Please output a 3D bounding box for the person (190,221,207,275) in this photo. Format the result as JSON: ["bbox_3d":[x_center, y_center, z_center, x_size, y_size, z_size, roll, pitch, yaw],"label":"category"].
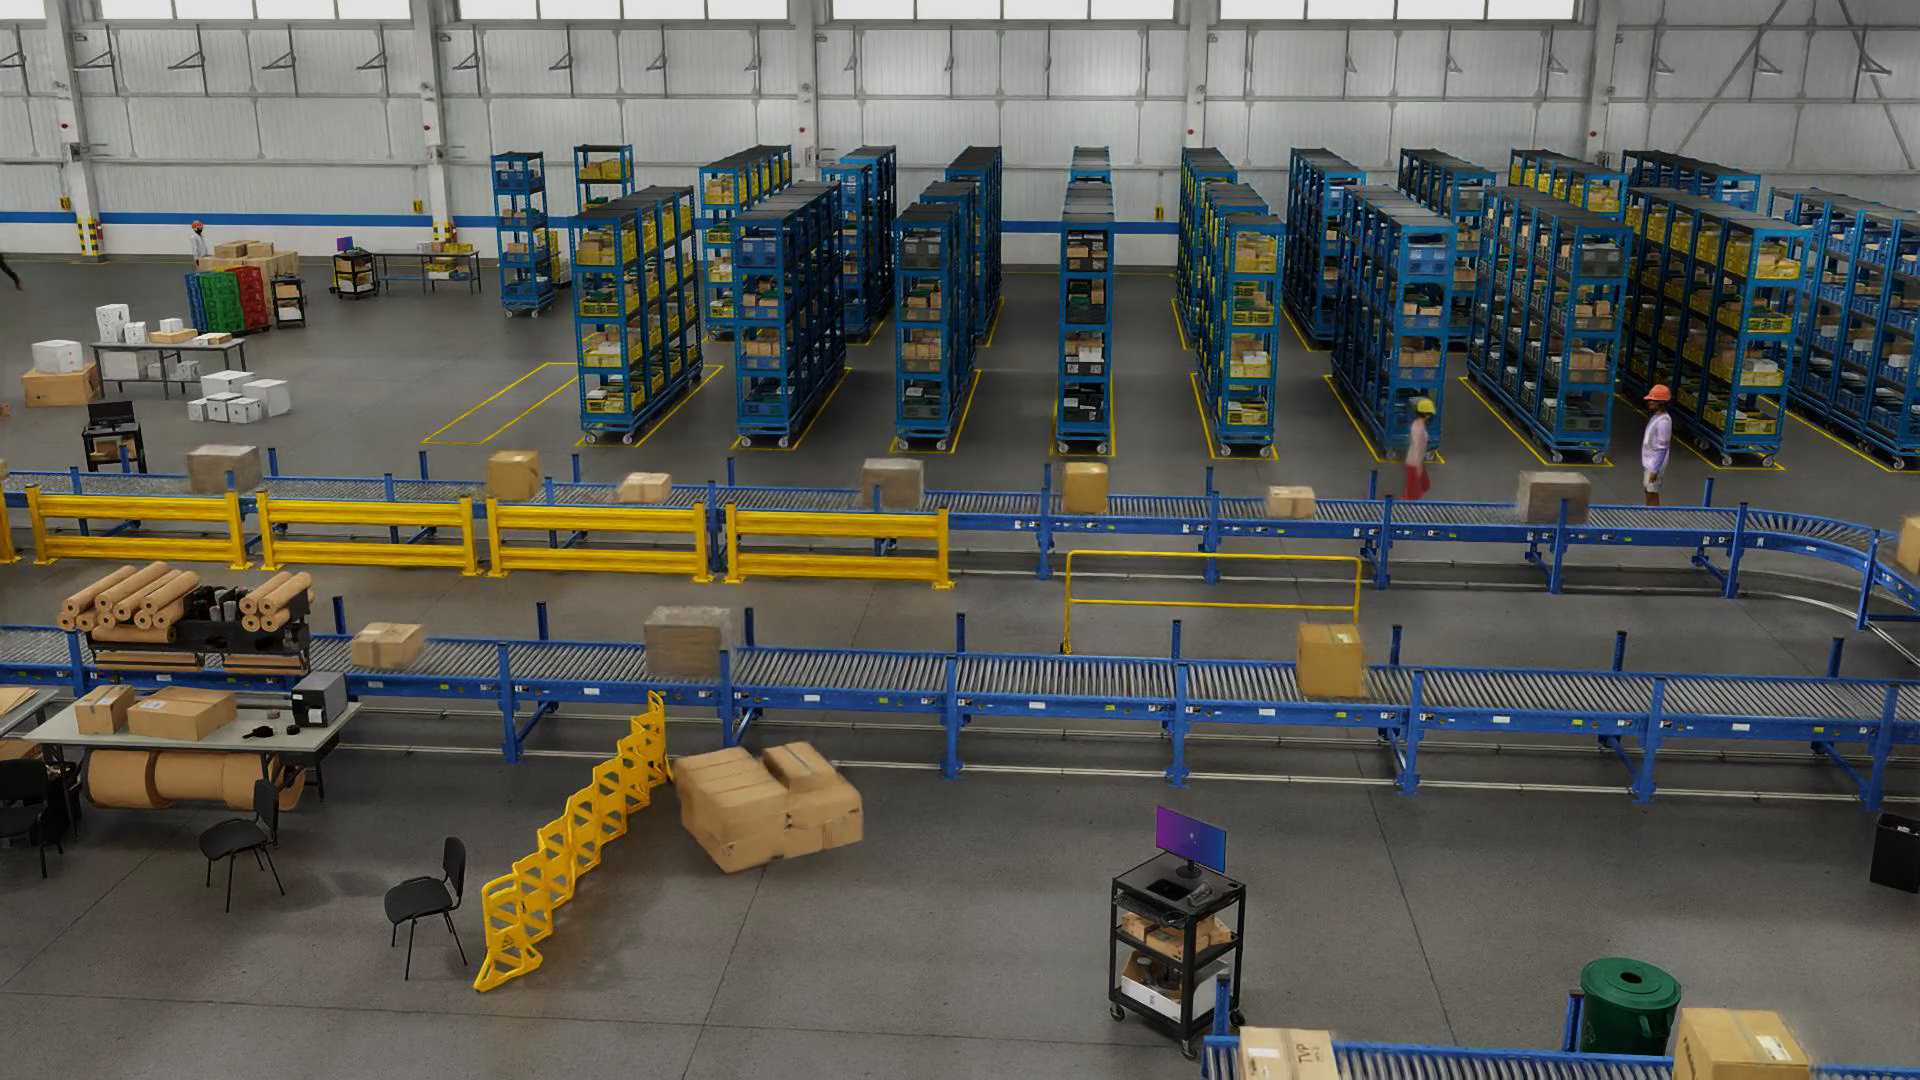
[{"bbox_3d":[-18.545,-6.922,40.654,0.331,1.750,0.572,-1,18,-3],"label":"person"}]

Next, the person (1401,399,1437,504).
[{"bbox_3d":[6.014,-1.000,21.869,0.439,1.749,0.552,4,18,13],"label":"person"}]

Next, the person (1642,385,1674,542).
[{"bbox_3d":[8.880,-0.985,21.341,0.377,2.045,0.605,4,18,13],"label":"person"}]

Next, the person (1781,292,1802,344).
[{"bbox_3d":[15.434,-3.926,30.791,0.668,1.966,0.644,9,20,27],"label":"person"}]

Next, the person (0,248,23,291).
[{"bbox_3d":[-23.621,-7.052,40.753,0.970,1.953,0.628,1,18,4],"label":"person"}]

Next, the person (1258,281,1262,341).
[{"bbox_3d":[5.889,-4.653,33.348,0.416,1.838,0.588,5,18,14],"label":"person"}]
